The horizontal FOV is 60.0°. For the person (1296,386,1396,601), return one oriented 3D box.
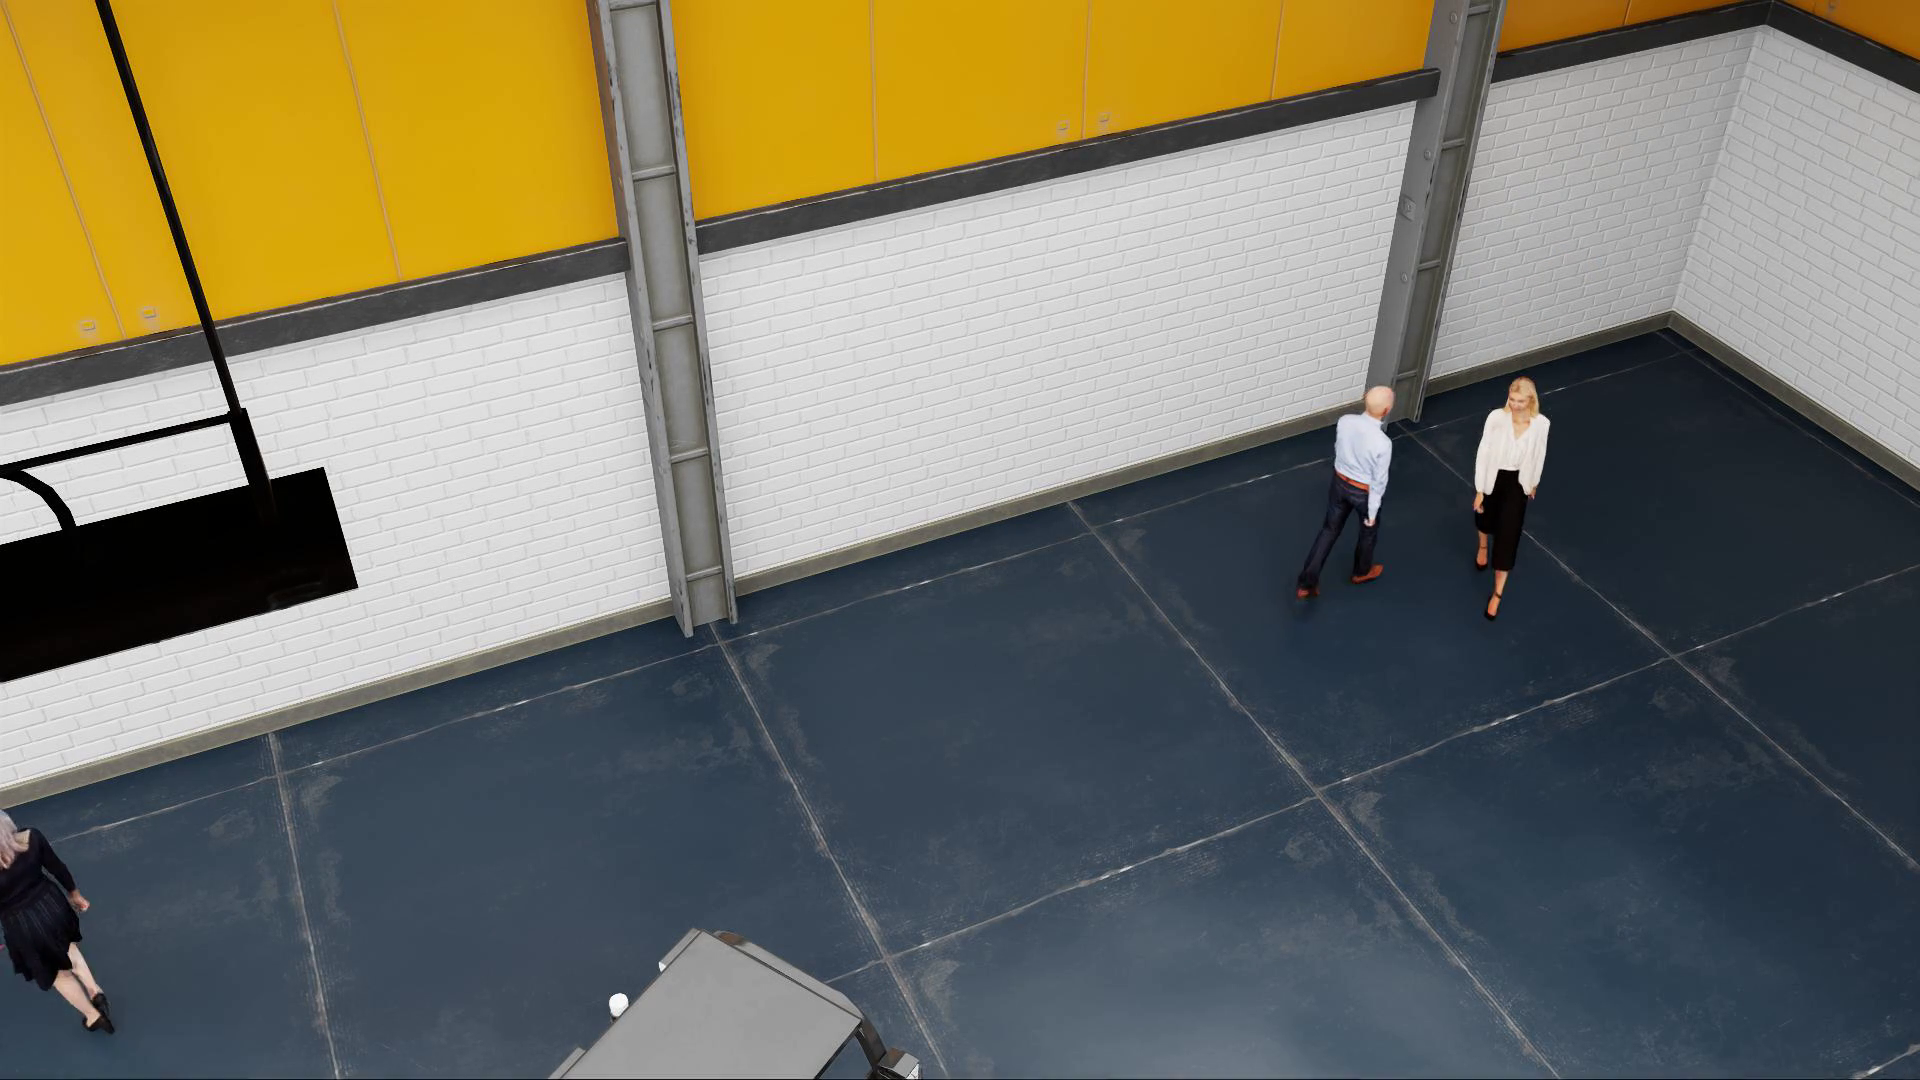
[{"bbox_3d":[2.706,-0.286,11.611,0.905,1.759,1.197,30,48,32],"label":"person"}]

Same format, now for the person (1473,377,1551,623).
[{"bbox_3d":[3.798,-0.409,11.727,1.146,1.806,1.126,8,39,9],"label":"person"}]

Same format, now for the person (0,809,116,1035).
[{"bbox_3d":[-4.760,2.047,8.709,0.825,1.734,0.763,15,41,18],"label":"person"}]
